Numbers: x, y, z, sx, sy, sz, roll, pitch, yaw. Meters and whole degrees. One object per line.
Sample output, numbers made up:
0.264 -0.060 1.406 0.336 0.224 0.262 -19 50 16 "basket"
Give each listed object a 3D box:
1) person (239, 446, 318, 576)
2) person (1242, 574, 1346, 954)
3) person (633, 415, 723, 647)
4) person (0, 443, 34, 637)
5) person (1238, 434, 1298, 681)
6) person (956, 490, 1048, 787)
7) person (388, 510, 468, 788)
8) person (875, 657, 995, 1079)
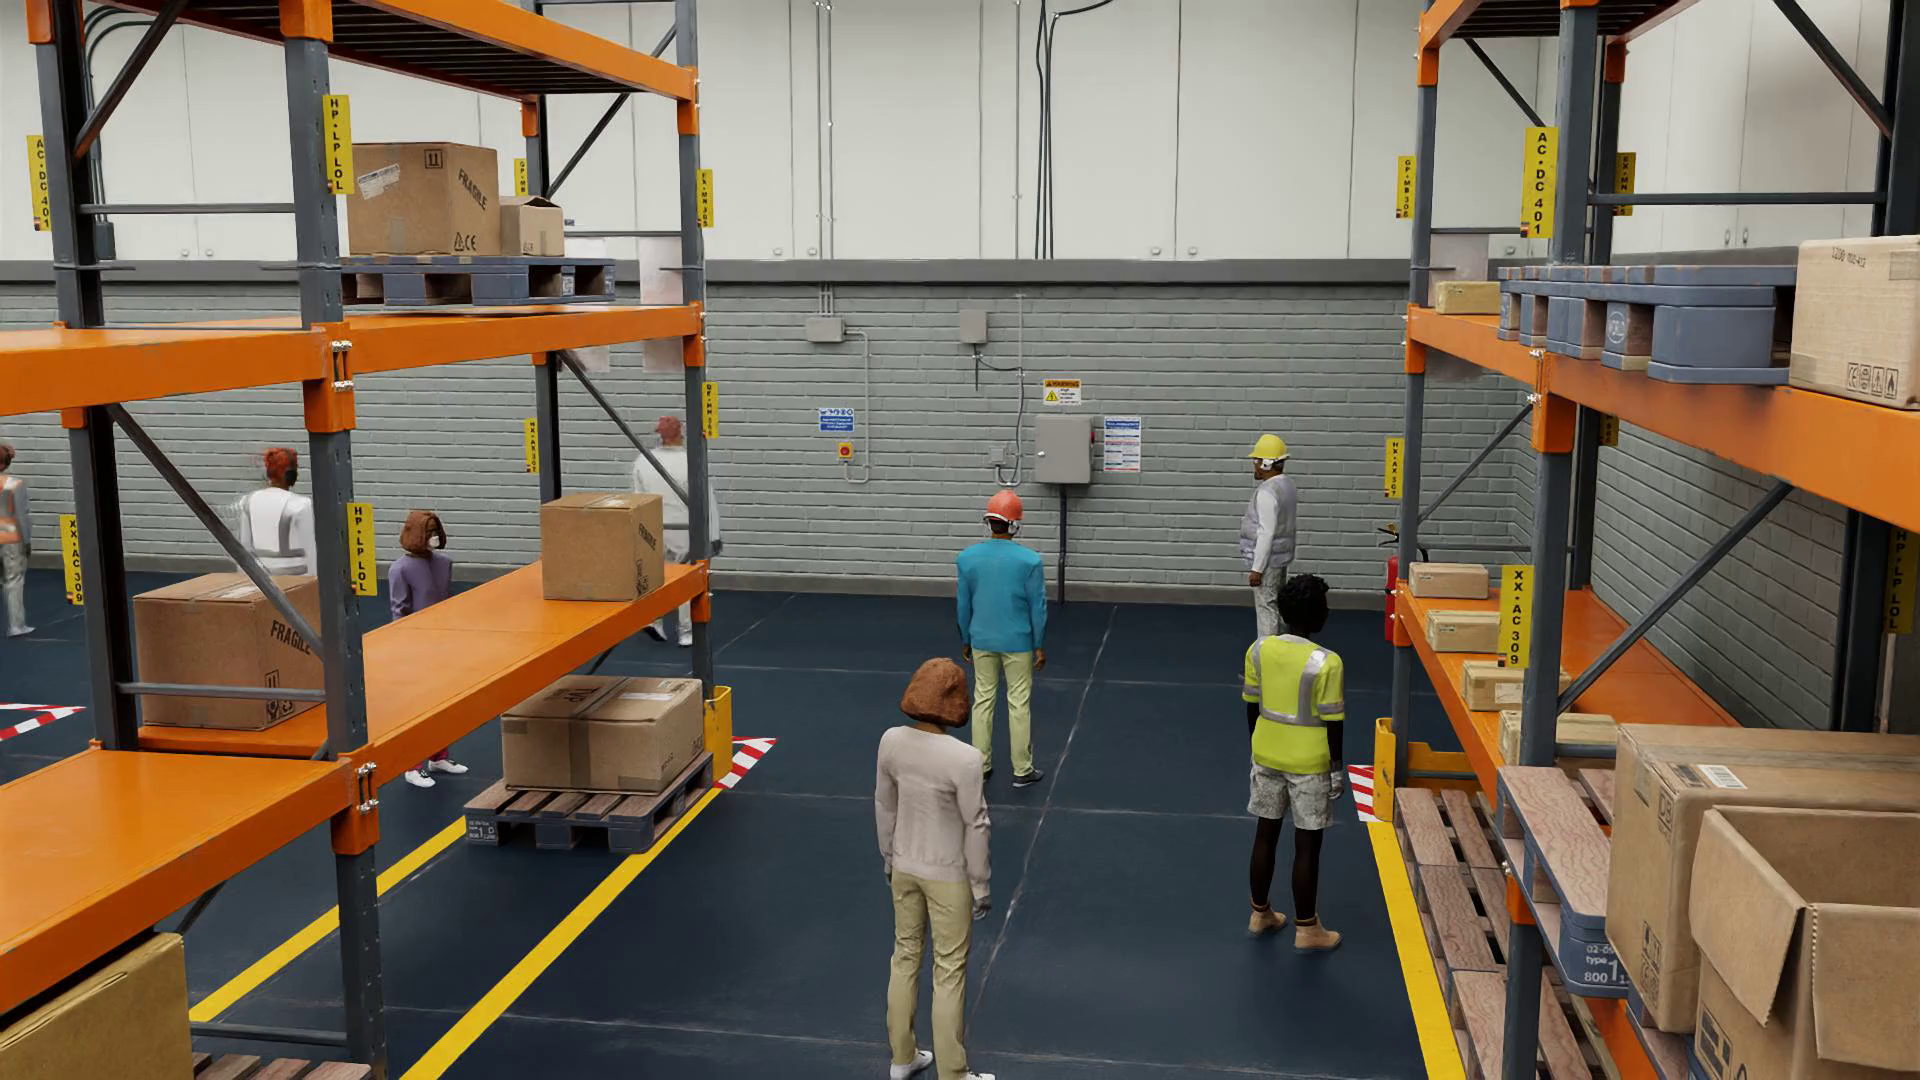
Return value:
-4.501 0.307 11.125 0.574 1.872 0.407 4 10 23 "person"
1.502 0.988 7.449 0.317 1.698 0.540 -8 12 -39 "person"
-2.252 -0.058 13.336 0.674 1.886 0.454 5 10 27 "person"
-7.892 0.014 13.662 0.532 1.625 0.461 1 9 6 "person"
2.272 0.134 12.309 0.404 1.833 0.590 4 10 25 "person"
0.259 0.578 9.812 0.561 1.752 0.326 4 10 22 "person"
-3.158 0.630 9.866 0.286 1.633 0.500 4 10 22 "person"
-0.091 1.235 6.131 0.507 1.631 0.271 8 12 39 "person"
